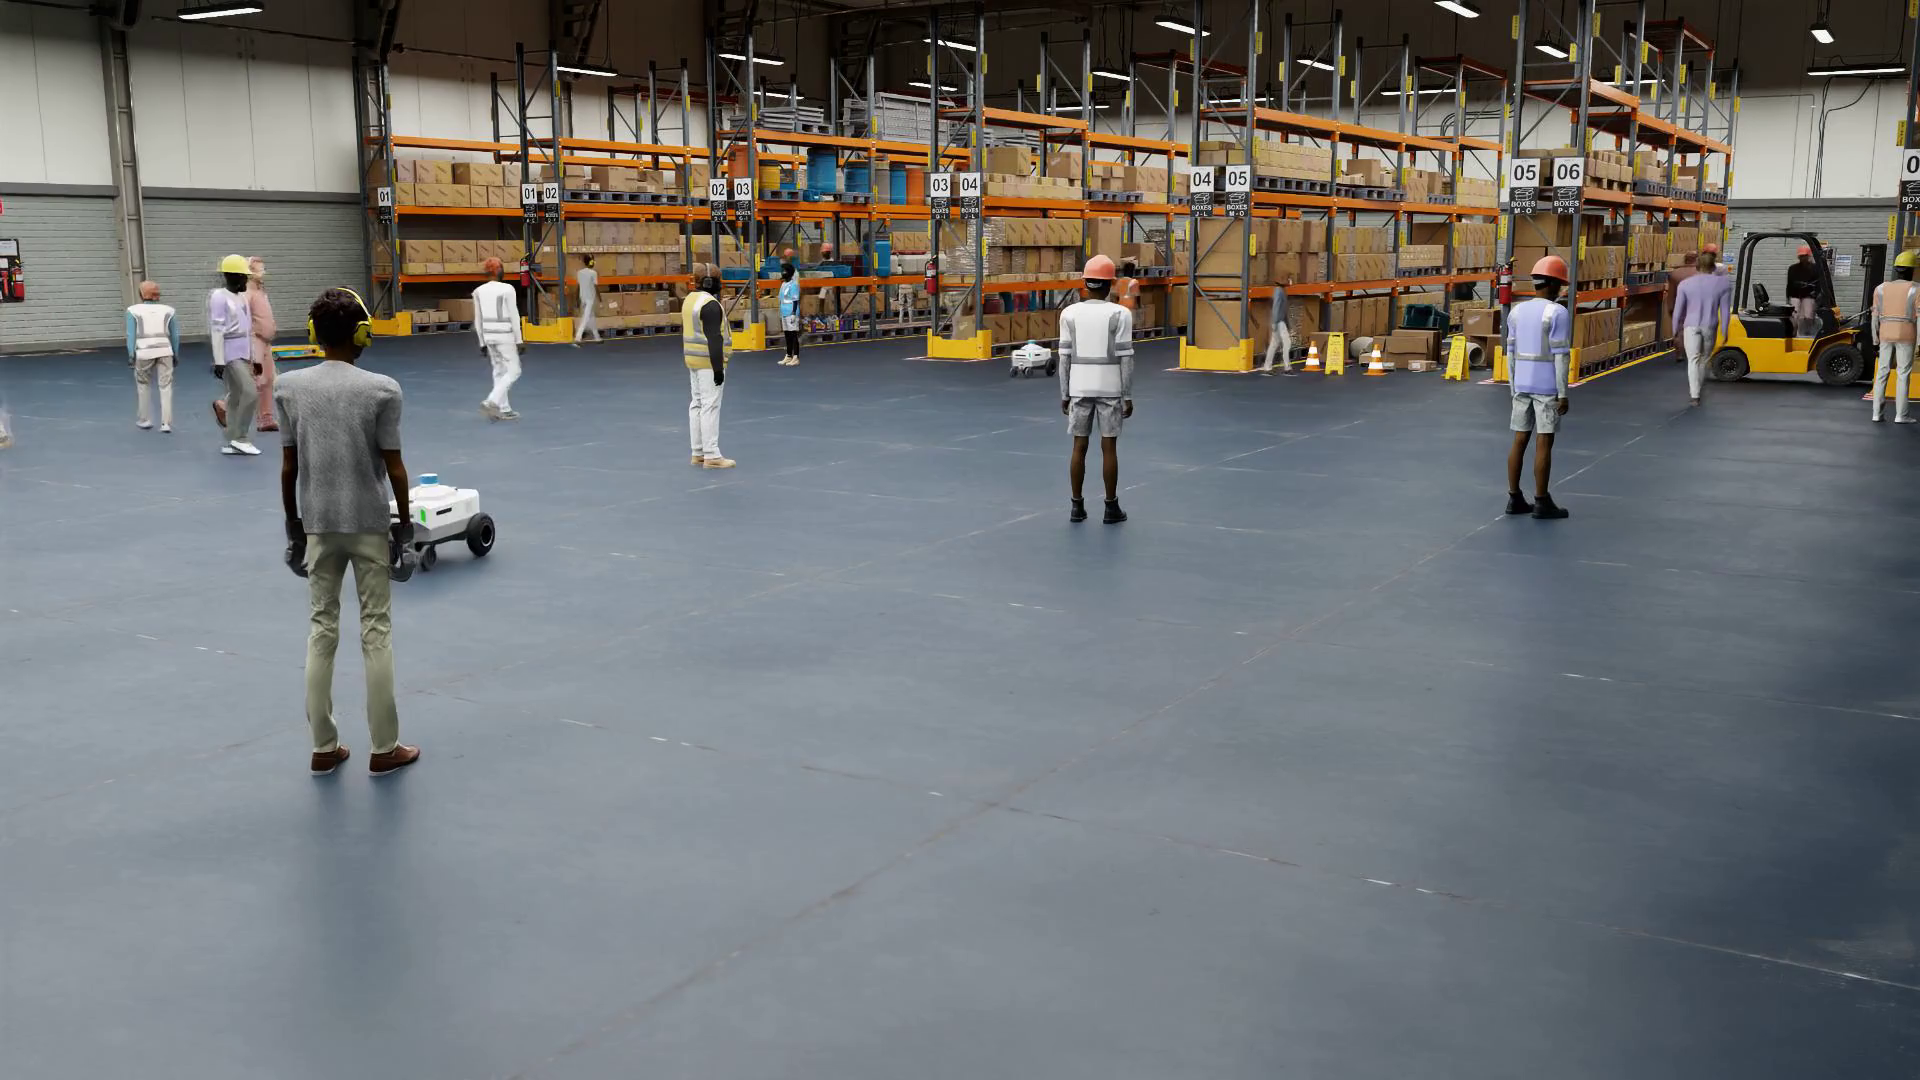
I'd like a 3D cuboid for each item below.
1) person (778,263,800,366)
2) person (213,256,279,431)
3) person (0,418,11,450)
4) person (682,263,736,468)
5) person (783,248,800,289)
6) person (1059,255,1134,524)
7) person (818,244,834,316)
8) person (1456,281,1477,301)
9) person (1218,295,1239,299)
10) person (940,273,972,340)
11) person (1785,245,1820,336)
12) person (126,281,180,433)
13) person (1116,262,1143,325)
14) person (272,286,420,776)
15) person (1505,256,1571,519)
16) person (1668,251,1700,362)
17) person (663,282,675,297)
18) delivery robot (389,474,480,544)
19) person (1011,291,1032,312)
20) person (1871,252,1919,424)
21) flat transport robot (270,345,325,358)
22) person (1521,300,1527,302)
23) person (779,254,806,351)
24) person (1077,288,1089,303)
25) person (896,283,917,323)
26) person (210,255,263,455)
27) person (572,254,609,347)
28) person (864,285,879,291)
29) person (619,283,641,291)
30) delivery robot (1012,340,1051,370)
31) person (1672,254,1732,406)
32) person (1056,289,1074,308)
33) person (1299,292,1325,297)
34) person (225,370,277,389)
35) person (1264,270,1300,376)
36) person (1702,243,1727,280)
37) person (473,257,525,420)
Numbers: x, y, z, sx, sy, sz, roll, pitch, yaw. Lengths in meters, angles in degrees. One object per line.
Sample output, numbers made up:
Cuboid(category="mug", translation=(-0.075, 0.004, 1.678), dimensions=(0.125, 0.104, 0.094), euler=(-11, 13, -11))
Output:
Cuboid(category="person", translation=(-2.833, -3.728, 27.535), dimensions=(0.317, 1.696, 0.539), euler=(-6, 12, -29))
Cuboid(category="person", translation=(-7.608, -2.082, 17.772), dimensions=(0.653, 1.884, 0.650), euler=(-2, 10, -8))
Cuboid(category="person", translation=(-9.643, -1.778, 15.938), dimensions=(0.613, 1.949, 1.000), euler=(4, 11, 20))
Cuboid(category="person", translation=(-2.271, -1.571, 15.049), dimensions=(0.429, 1.841, 0.633), euler=(-6, 12, -29))
Cuboid(category="person", translation=(-3.826, -5.680, 37.875), dimensions=(0.551, 1.915, 0.832), euler=(8, 13, 39))
Cuboid(category="person", translation=(0.992, -1.082, 12.039), dimensions=(0.552, 1.937, 0.356), euler=(3, 11, 18))
Cuboid(category="person", translation=(-3.211, -6.116, 40.061), dimensions=(0.640, 1.989, 1.015), euler=(6, 12, 31))
Cuboid(category="person", translation=(12.448, -6.369, 41.366), dimensions=(0.969, 2.000, 0.675), euler=(5, 11, 26))
Cuboid(category="person", translation=(5.844, -5.383, 36.131), dimensions=(0.366, 1.936, 0.630), euler=(-8, 13, -39))
Cuboid(category="person", translation=(-0.093, -4.591, 32.121), dimensions=(0.609, 1.785, 0.953), euler=(4, 11, 22))
Cuboid(category="person", translation=(16.670, -4.835, 32.919), dimensions=(0.632, 1.982, 0.532), euler=(7, 13, 36))
Cuboid(category="person", translation=(-8.704, -1.972, 17.915), dimensions=(0.543, 1.605, 0.760), euler=(-8, 13, -37))
Cuboid(category="person", translation=(3.093, -4.190, 30.178), dimensions=(0.495, 1.684, 0.536), euler=(-8, 13, -37))
Cuboid(category="person", translation=(-2.324, -0.022, 6.325), dimensions=(0.509, 1.863, 0.311), euler=(0, 10, 1))
Cuboid(category="person", translation=(4.292, -1.122, 12.292), dimensions=(0.371, 1.928, 0.543), euler=(-6, 12, -29))
Cuboid(category="person", translation=(12.443, -3.980, 28.396), dimensions=(0.680, 1.885, 0.617), euler=(6, 12, 31))
Cuboid(category="person", translation=(-7.177, -6.129, 40.515), dimensions=(0.600, 1.879, 0.992), euler=(6, 12, 32))
Cuboid(category="delivery robot", translation=(-3.366, -0.178, 10.583), dimensions=(0.477, 0.478, 0.707), euler=(3, 10, 14))
Cuboid(category="person", translation=(1.408, -5.674, 38.275), dimensions=(0.535, 1.746, 0.533), euler=(5, 11, 25))
Cuboid(category="person", translation=(10.557, -2.268, 18.710), dimensions=(0.362, 1.928, 0.587), euler=(-8, 13, -36))
Cuboid(category="flat transport robot", translation=(-11.822, -3.276, 28.997), dimensions=(0.652, 0.197, 1.431), euler=(8, 13, 37))
Cuboid(category="person", translation=(14.091, -6.174, 40.872), dimensions=(0.991, 1.821, 0.541), euler=(2, 10, 10))
Cuboid(category="person", translation=(-3.166, -4.500, 31.514), dimensions=(0.542, 1.821, 0.528), euler=(10, 14, 43))
Cuboid(category="person", translation=(3.186, -6.334, 41.595), dimensions=(0.641, 1.896, 0.998), euler=(5, 11, 28))
Cuboid(category="person", translation=(-1.302, -5.951, 40.140), dimensions=(0.515, 1.641, 0.315), euler=(2, 10, 11))
Cuboid(category="person", translation=(-6.824, -1.746, 15.821), dimensions=(0.534, 1.907, 0.623), euler=(0, 10, -1))
Cuboid(category="person", translation=(-7.288, -4.695, 32.629), dimensions=(0.553, 1.823, 0.991), euler=(7, 12, 35))
Cuboid(category="person", translation=(-2.523, -7.338, 47.045), dimensions=(0.613, 1.959, 0.961), euler=(9, 13, 41))
Cuboid(category="person", translation=(-7.604, -5.704, 38.222), dimensions=(0.599, 1.832, 0.404), euler=(5, 11, 27))
Cuboid(category="delivery robot", translation=(1.083, -2.786, 25.194), dimensions=(0.477, 0.478, 0.707), euler=(6, 12, 30))
Cuboid(category="person", translation=(9.352, -2.663, 21.038), dimensions=(0.651, 1.882, 1.003), euler=(3, 11, 16))
Cuboid(category="person", translation=(2.306, -5.354, 36.680), dimensions=(0.493, 1.682, 0.942), euler=(4, 11, 23))
Cuboid(category="person", translation=(7.806, -5.505, 36.772), dimensions=(0.603, 1.950, 0.437), euler=(6, 12, 29))
Cuboid(category="person", translation=(-9.664, -2.798, 22.632), dimensions=(0.515, 1.590, 0.870), euler=(8, 13, 38))
Cuboid(category="person", translation=(4.961, -3.289, 25.302), dimensions=(0.698, 1.602, 0.524), euler=(3, 11, 18))
Cuboid(category="person", translation=(13.677, -4.416, 30.451), dimensions=(0.616, 2.025, 0.472), euler=(6, 12, 32))
Cuboid(category="person", translation=(-5.244, -2.275, 18.916), dimensions=(0.619, 1.867, 0.664), euler=(5, 11, 27))
